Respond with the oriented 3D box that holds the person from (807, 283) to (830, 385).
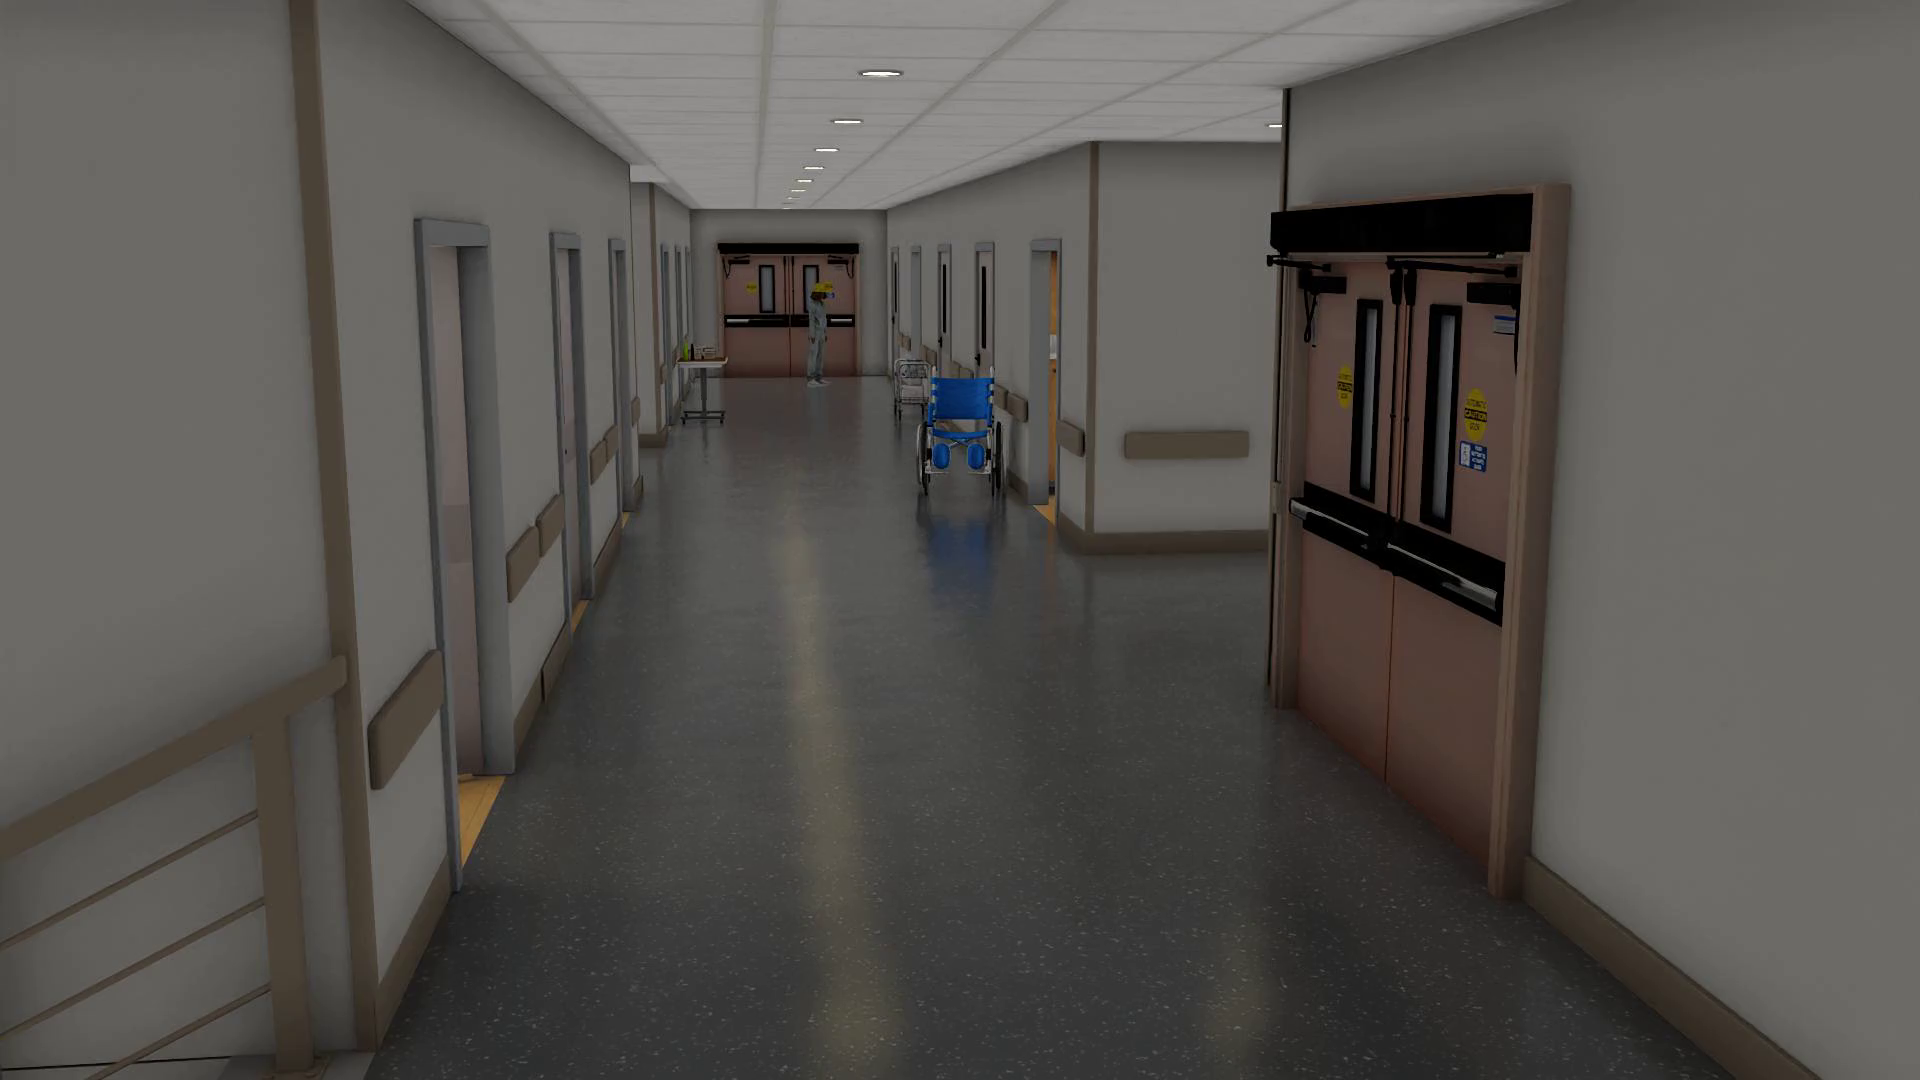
[{"bbox_3d":[-2.405,-3.497,28.297,0.347,1.735,0.485,5,11,25],"label":"person"}]
